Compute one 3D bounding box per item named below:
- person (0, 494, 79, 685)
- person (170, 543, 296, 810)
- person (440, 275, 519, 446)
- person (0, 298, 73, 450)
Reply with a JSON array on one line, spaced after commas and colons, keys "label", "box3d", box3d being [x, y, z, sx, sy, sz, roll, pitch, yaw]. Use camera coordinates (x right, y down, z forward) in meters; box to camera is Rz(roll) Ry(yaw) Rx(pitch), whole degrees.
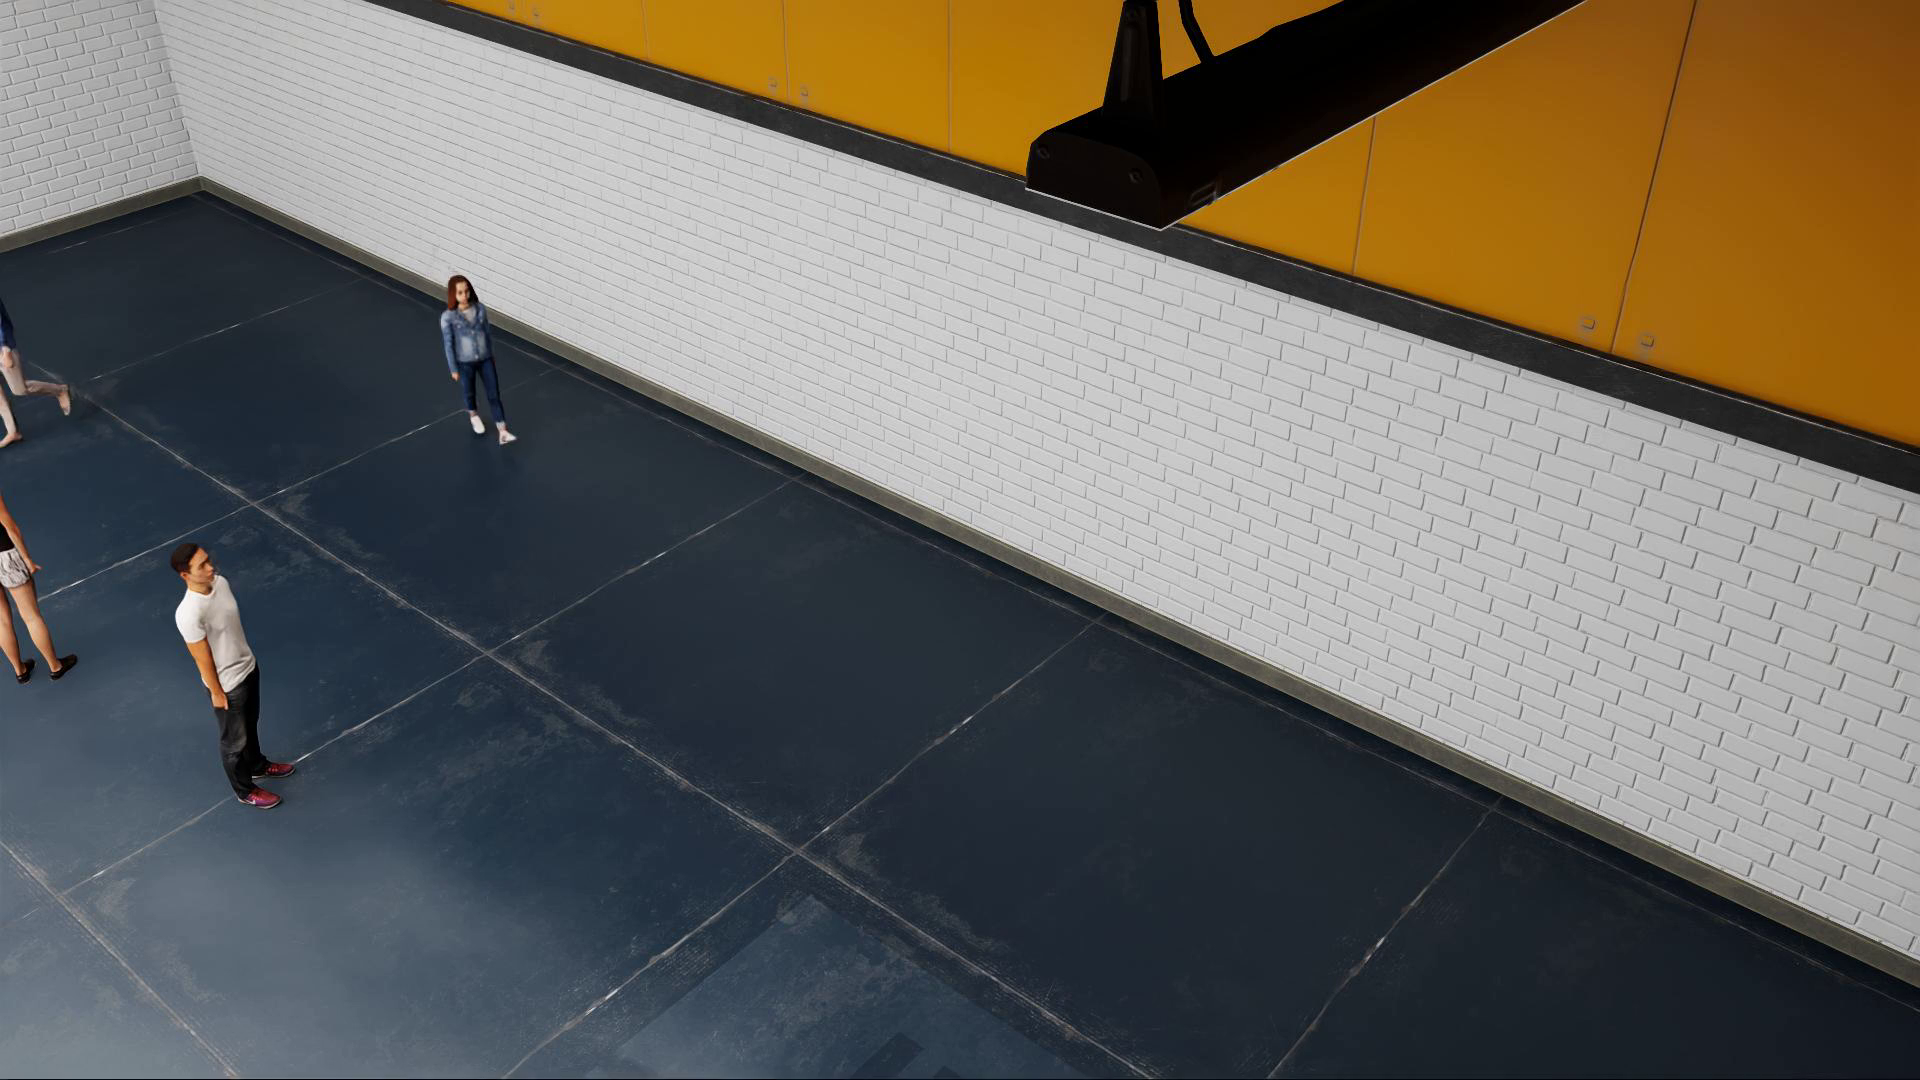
[{"label": "person", "box3d": [-6.254, 0.139, 10.778, 0.681, 1.845, 0.736, -2, 34, -3]}, {"label": "person", "box3d": [-4.351, 0.784, 9.855, 0.770, 1.805, 0.691, 0, 34, -1]}, {"label": "person", "box3d": [-4.008, -1.491, 13.590, 0.958, 1.447, 0.802, -22, 40, -30]}, {"label": "person", "box3d": [-7.750, -1.574, 13.517, 0.786, 1.677, 1.030, 14, 36, 20]}]
